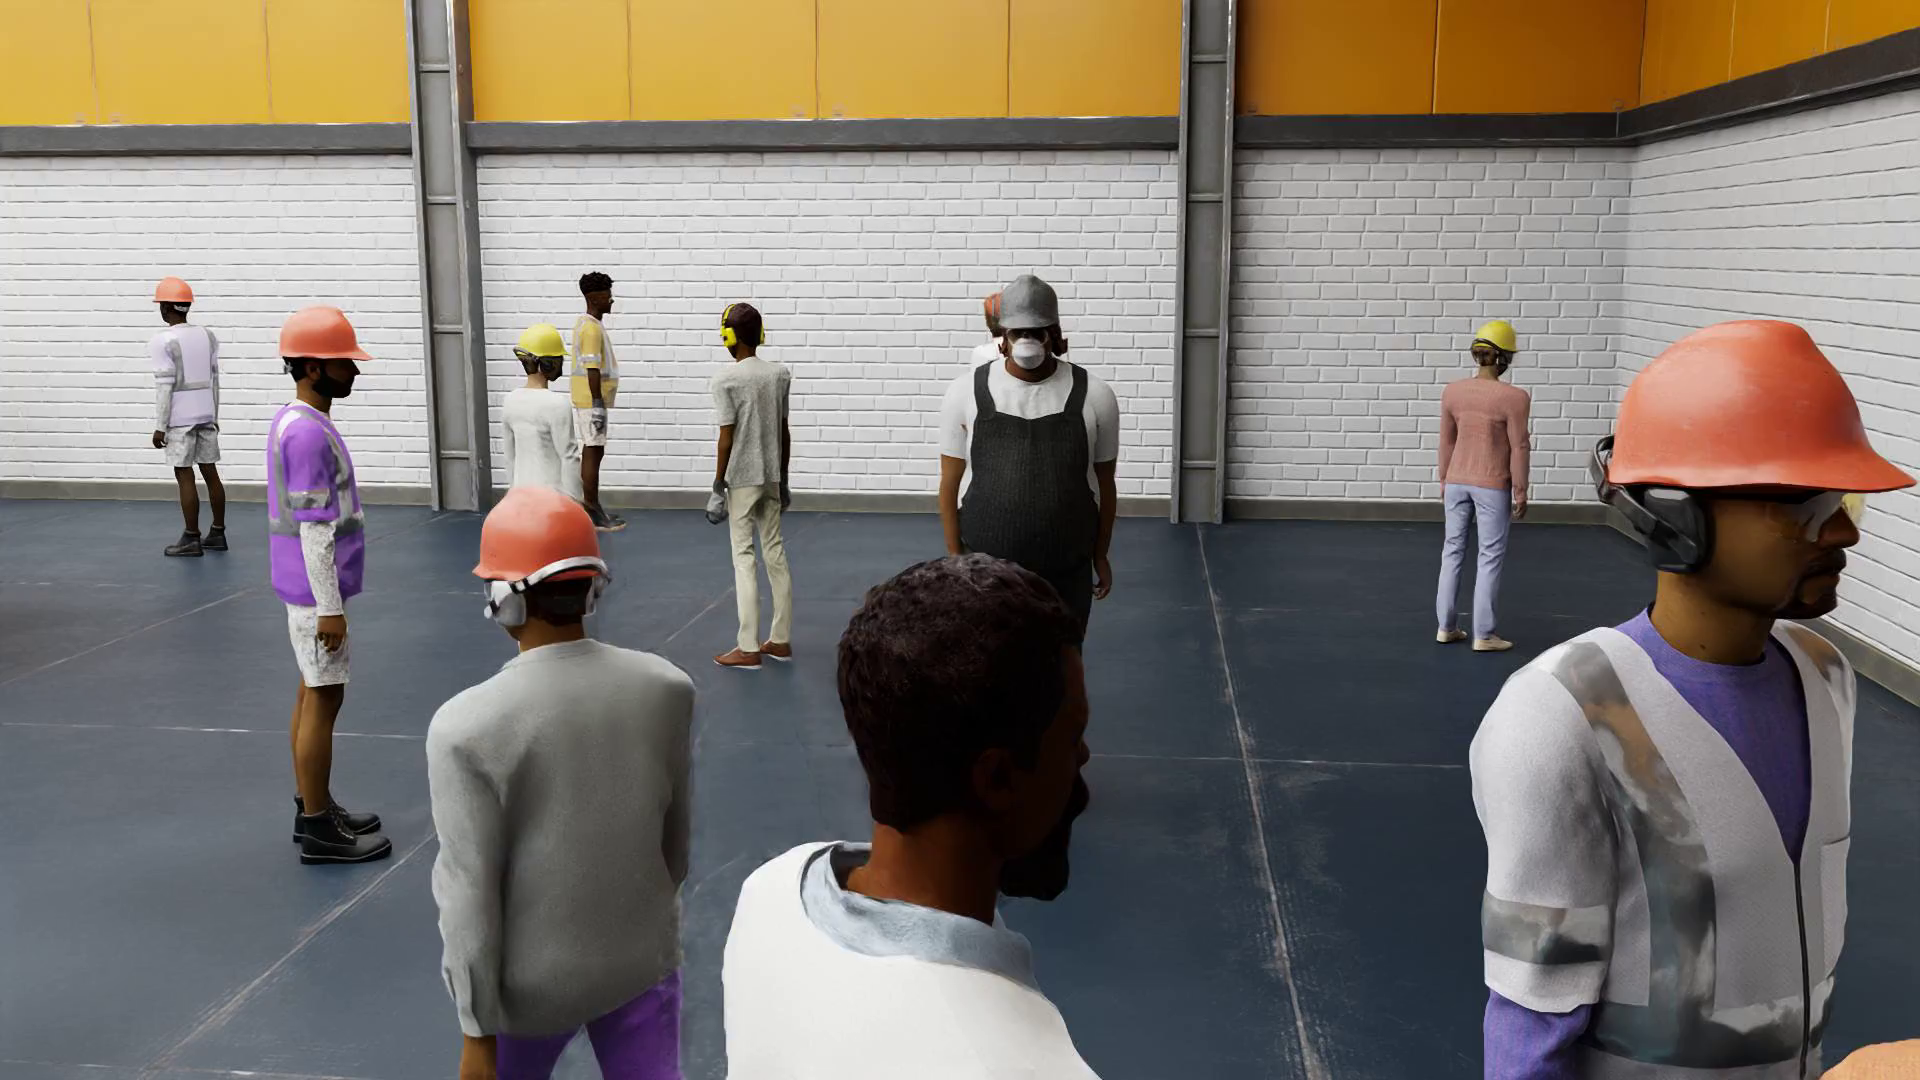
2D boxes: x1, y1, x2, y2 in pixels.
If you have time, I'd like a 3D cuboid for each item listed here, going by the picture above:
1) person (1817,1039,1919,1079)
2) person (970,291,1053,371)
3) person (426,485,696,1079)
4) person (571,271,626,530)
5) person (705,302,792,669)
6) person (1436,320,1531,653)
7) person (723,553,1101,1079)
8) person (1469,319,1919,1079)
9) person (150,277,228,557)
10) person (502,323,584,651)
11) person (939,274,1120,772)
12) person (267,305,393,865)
[{"bbox_3d":[0.742,1.005,1.077,0.484,1.901,0.592,-3,10,-15],"label":"person"},{"bbox_3d":[0.361,-0.622,10.465,0.646,1.867,0.388,-5,11,-26],"label":"person"},{"bbox_3d":[-0.740,0.746,3.101,0.903,1.698,0.593,9,14,43],"label":"person"},{"bbox_3d":[-2.783,-1.061,12.699,0.370,1.966,0.608,-3,10,-16],"label":"person"},{"bbox_3d":[-1.071,-0.272,8.481,0.327,1.865,0.518,9,13,42],"label":"person"},{"bbox_3d":[2.782,-0.281,8.840,0.345,1.758,0.532,-8,13,-39],"label":"person"},{"bbox_3d":[-0.069,0.933,1.556,0.989,1.877,0.608,-6,11,-30],"label":"person"},{"bbox_3d":[0.875,0.763,2.026,0.607,2.048,0.370,-7,12,-34],"label":"person"},{"bbox_3d":[-5.386,-0.849,11.562,0.363,1.939,0.542,4,11,21],"label":"person"},{"bbox_3d":[-2.047,-0.184,8.254,0.525,1.769,0.309,8,13,37],"label":"person"},{"bbox_3d":[0.261,0.029,6.243,0.684,2.000,0.536,0,10,1],"label":"person"},{"bbox_3d":[-2.202,0.157,5.821,0.383,1.933,0.552,-4,11,-24],"label":"person"}]
